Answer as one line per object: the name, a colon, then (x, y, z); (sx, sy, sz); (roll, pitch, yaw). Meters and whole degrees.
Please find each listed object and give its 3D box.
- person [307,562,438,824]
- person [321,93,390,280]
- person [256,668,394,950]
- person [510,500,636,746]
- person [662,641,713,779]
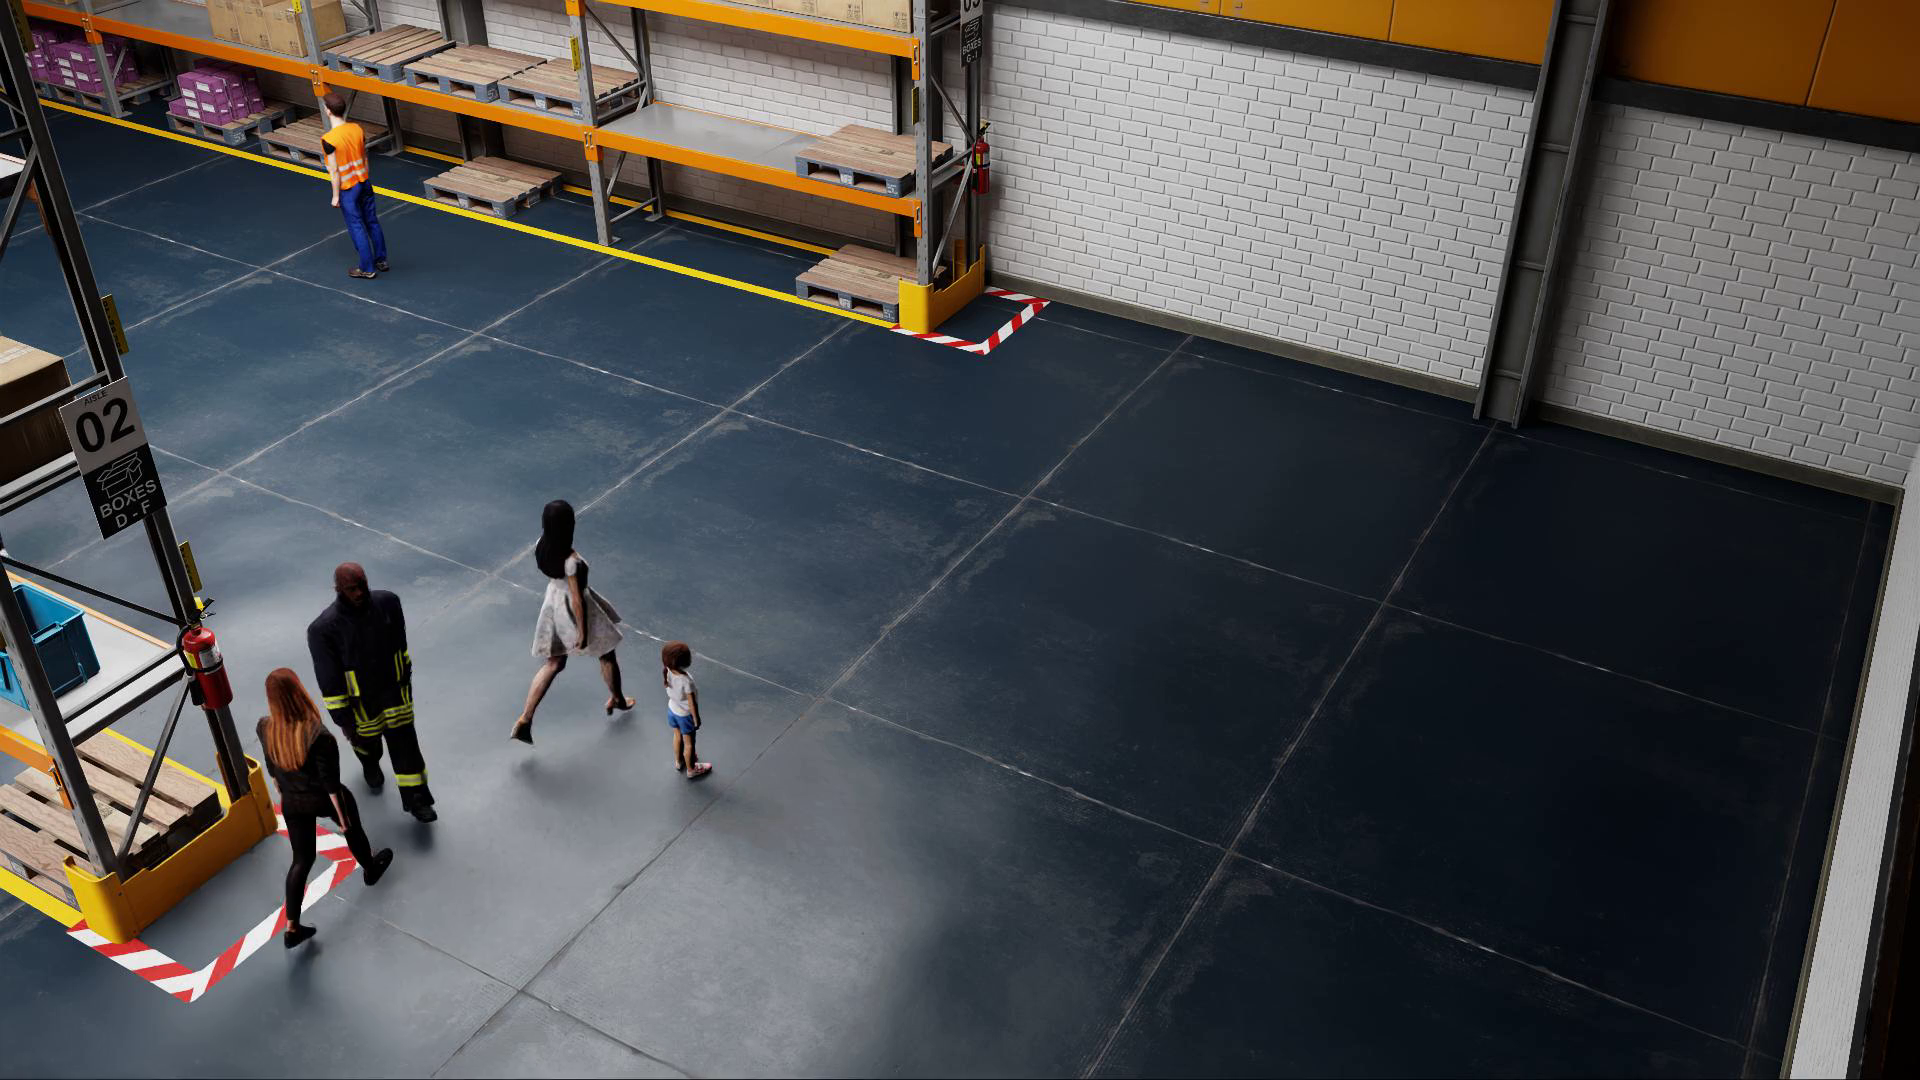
person: (-3.650, 0.853, 10.167); (1.079, 1.778, 1.316); (-21, 39, -28)
person: (-6.091, -3.557, 16.702); (0.625, 1.889, 0.682); (16, 37, 22)
person: (-3.665, 1.525, 9.255); (1.155, 1.669, 0.934); (7, 34, 10)
person: (-2.565, 0.574, 10.627); (1.128, 1.735, 0.814); (25, 41, 32)
person: (-1.760, 1.061, 10.539); (0.529, 1.020, 0.423); (-26, 42, -34)
